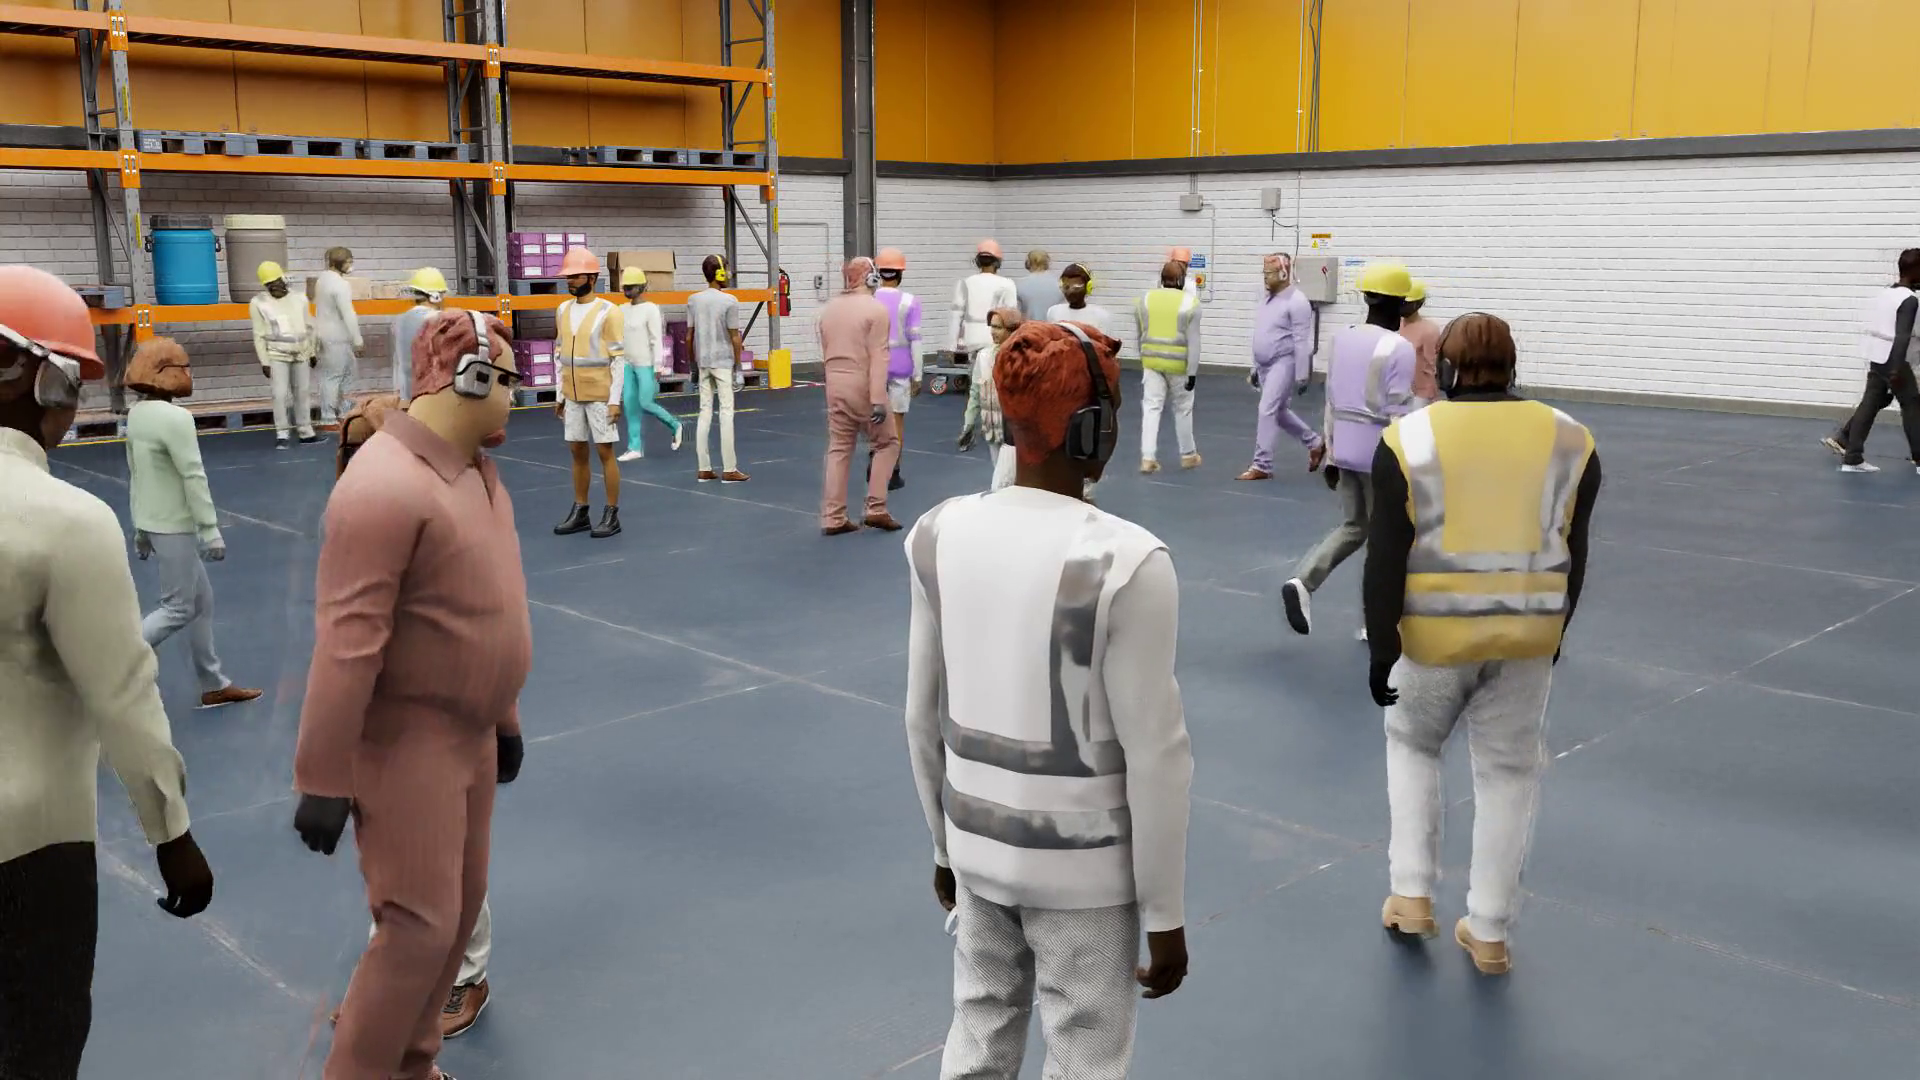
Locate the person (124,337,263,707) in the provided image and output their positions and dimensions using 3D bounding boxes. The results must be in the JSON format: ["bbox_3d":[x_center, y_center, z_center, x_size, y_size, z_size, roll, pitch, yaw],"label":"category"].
[{"bbox_3d":[-3.338,-0.034,6.906,0.718,1.609,0.511,-10,14,-43],"label":"person"}]

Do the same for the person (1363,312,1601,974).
[{"bbox_3d":[1.433,0.281,4.659,0.631,1.813,0.559,1,10,6],"label":"person"}]

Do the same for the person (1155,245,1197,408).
[{"bbox_3d":[2.449,-2.438,19.196,0.544,1.913,0.850,7,12,33],"label":"person"}]

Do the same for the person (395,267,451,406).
[{"bbox_3d":[-3.897,-1.079,12.108,0.580,1.802,0.881,10,14,42],"label":"person"}]

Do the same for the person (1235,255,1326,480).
[{"bbox_3d":[2.713,-1.438,13.883,0.875,1.877,0.655,-4,11,-19],"label":"person"}]

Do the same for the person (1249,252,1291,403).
[{"bbox_3d":[3.808,-2.581,20.227,0.518,1.829,0.626,7,13,35],"label":"person"}]

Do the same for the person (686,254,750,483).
[{"bbox_3d":[-1.999,-1.398,13.648,0.516,1.865,0.325,5,11,25],"label":"person"}]

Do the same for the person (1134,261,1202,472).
[{"bbox_3d":[1.807,-1.486,14.301,0.627,1.808,0.842,5,12,26],"label":"person"}]

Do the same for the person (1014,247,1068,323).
[{"bbox_3d":[0.795,-1.905,16.283,0.664,1.912,0.622,-2,11,-12],"label":"person"}]

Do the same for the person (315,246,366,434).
[{"bbox_3d":[-6.282,-2.031,16.971,0.666,1.911,0.643,-8,13,-36],"label":"person"}]

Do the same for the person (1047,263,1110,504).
[{"bbox_3d":[0.763,-1.028,11.759,0.533,1.814,0.960,5,12,26],"label":"person"}]

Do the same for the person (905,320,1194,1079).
[{"bbox_3d":[0.157,0.567,2.886,0.574,1.883,0.356,9,14,41],"label":"person"}]

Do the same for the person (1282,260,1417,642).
[{"bbox_3d":[1.951,-0.411,8.142,0.667,1.906,0.596,-5,12,-26],"label":"person"}]

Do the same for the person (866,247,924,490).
[{"bbox_3d":[-0.551,-1.352,13.220,0.565,1.927,0.394,3,11,17],"label":"person"}]

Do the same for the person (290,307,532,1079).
[{"bbox_3d":[-1.162,0.433,3.652,0.461,1.870,0.676,0,10,1],"label":"person"}]

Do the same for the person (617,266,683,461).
[{"bbox_3d":[-2.837,-1.591,15.027,0.533,1.755,0.568,8,13,38],"label":"person"}]

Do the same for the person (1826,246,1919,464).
[{"bbox_3d":[8.293,-1.635,14.769,0.943,1.934,0.610,3,11,17],"label":"person"}]

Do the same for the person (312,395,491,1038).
[{"bbox_3d":[-1.410,0.447,4.220,0.507,1.633,0.278,3,11,17],"label":"person"}]

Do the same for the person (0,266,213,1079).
[{"bbox_3d":[-1.688,0.499,3.027,0.656,1.968,0.451,6,12,30],"label":"person"}]

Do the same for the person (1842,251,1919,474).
[{"bbox_3d":[8.028,-1.491,14.107,0.928,1.875,0.615,1,10,7],"label":"person"}]

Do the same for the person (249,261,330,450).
[{"bbox_3d":[-6.333,-1.748,15.805,0.407,1.785,0.747,8,13,36],"label":"person"}]

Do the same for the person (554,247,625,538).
[{"bbox_3d":[-2.505,-0.981,11.171,0.542,1.939,0.365,5,12,26],"label":"person"}]

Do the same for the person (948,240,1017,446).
[{"bbox_3d":[0.251,-1.915,16.194,0.672,1.971,1.090,5,11,25],"label":"person"}]

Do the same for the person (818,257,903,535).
[{"bbox_3d":[-0.663,-0.973,11.295,0.659,1.873,0.669,9,14,40],"label":"person"}]

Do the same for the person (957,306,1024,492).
[{"bbox_3d":[0.319,-0.636,10.198,0.829,1.602,0.511,-8,13,-37],"label":"person"}]

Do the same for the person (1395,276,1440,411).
[{"bbox_3d":[3.309,-1.043,12.053,0.609,1.741,0.541,-6,12,-29],"label":"person"}]
